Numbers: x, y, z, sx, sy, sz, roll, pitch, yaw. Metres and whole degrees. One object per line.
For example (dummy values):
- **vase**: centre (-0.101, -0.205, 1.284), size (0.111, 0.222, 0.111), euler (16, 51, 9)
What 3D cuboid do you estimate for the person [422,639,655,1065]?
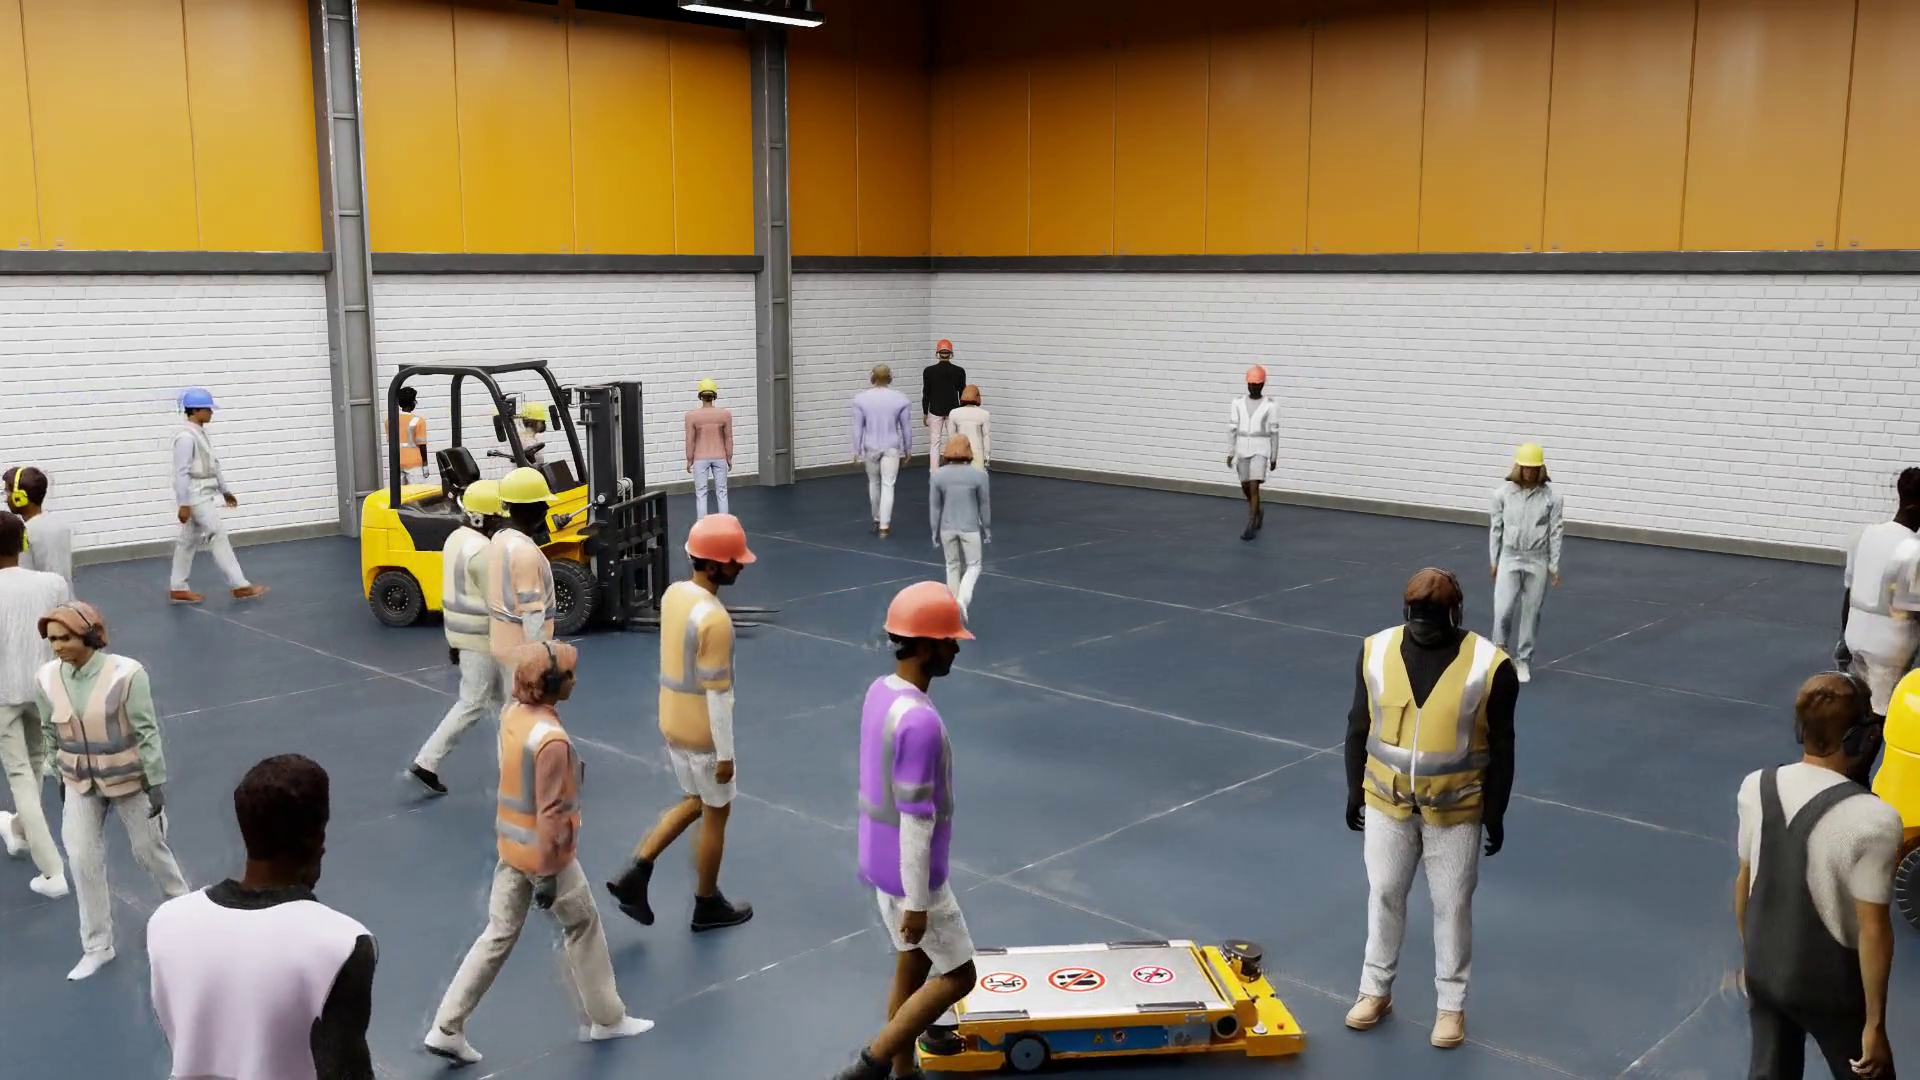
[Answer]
- **person**: centre (-1.615, 1.164, 6.180), size (0.851, 1.603, 0.533), euler (-6, 11, -35)

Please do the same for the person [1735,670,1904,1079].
- **person**: centre (2.444, 1.272, 4.746), size (0.413, 1.829, 0.556), euler (-4, 10, -25)

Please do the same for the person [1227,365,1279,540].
- **person**: centre (3.272, -0.992, 18.398), size (0.537, 1.912, 0.901), euler (5, 11, 29)

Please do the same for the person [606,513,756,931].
- **person**: centre (-1.191, 0.826, 7.244), size (0.586, 1.912, 0.584), euler (-6, 11, -34)

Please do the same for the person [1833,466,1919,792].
- **person**: centre (4.916, 0.564, 8.761), size (0.506, 1.932, 0.624), euler (0, 9, -2)

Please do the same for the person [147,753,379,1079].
- **person**: centre (-1.557, 1.408, 3.825), size (0.625, 1.852, 1.008), euler (2, 10, 14)

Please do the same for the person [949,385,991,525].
- **person**: centre (0.116, -0.971, 19.136), size (0.500, 1.627, 0.273), euler (2, 9, 12)

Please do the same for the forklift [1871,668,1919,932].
- **forklift**: centre (5.205, 0.723, 7.013), size (2.313, 2.155, 1.214), euler (9, 13, 43)

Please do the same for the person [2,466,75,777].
- **person**: centre (-5.151, 0.492, 9.505), size (0.605, 1.851, 0.518), euler (1, 9, 3)

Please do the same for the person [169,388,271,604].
- **person**: centre (-6.568, -0.380, 14.640), size (0.935, 1.903, 0.605), euler (-3, 10, -18)

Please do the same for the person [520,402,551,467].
- **person**: centre (-4.005, -0.399, 15.275), size (0.550, 1.748, 0.551), euler (-3, 10, -18)

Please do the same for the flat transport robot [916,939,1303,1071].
- **flat transport robot**: centre (0.530, 1.779, 6.419), size (1.431, 0.197, 0.652), euler (-1, 9, -6)

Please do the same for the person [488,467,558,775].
- **person**: centre (-2.263, 0.579, 8.704), size (0.371, 1.929, 0.584), euler (-5, 11, -30)

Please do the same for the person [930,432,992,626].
- **person**: centre (-0.007, -0.074, 13.634), size (0.515, 1.618, 0.546), euler (2, 9, 11)

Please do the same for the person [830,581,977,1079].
- **person**: centre (-0.169, 1.088, 5.613), size (0.465, 1.918, 0.554), euler (-3, 10, -19)

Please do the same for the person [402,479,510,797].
- **person**: centre (-2.765, 0.542, 9.398), size (0.863, 1.788, 0.579), euler (-5, 11, -30)

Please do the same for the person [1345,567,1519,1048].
- **person**: centre (1.770, 1.008, 6.348), size (0.634, 1.839, 0.429), euler (5, 11, 29)

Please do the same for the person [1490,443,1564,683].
- **person**: centre (4.016, 0.171, 11.817), size (0.487, 1.728, 0.457), euler (3, 10, 16)

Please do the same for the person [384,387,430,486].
- **person**: centre (-5.947, -0.804, 17.923), size (0.532, 1.691, 0.322), euler (4, 10, 22)

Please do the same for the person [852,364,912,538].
- **person**: centre (-0.854, -1.009, 18.551), size (0.655, 1.888, 0.983), euler (0, 9, 2)

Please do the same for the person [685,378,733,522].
- **person**: centre (-2.726, -0.870, 18.087), size (0.525, 1.769, 0.310), euler (-3, 10, -19)

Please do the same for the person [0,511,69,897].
- **person**: centre (-4.552, 0.753, 7.980), size (0.978, 1.818, 0.539), euler (7, 12, 39)

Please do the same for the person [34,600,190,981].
- **person**: centre (-3.576, 1.009, 7.081), size (0.529, 1.603, 0.602), euler (1, 9, 3)

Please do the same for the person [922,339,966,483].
- **person**: centre (-0.213, -1.753, 22.830), size (0.617, 1.990, 0.402), euler (-1, 9, -7)

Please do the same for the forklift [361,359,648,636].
- **forklift**: centre (-3.850, -0.407, 13.936), size (2.313, 2.155, 1.214), euler (2, 9, 11)
